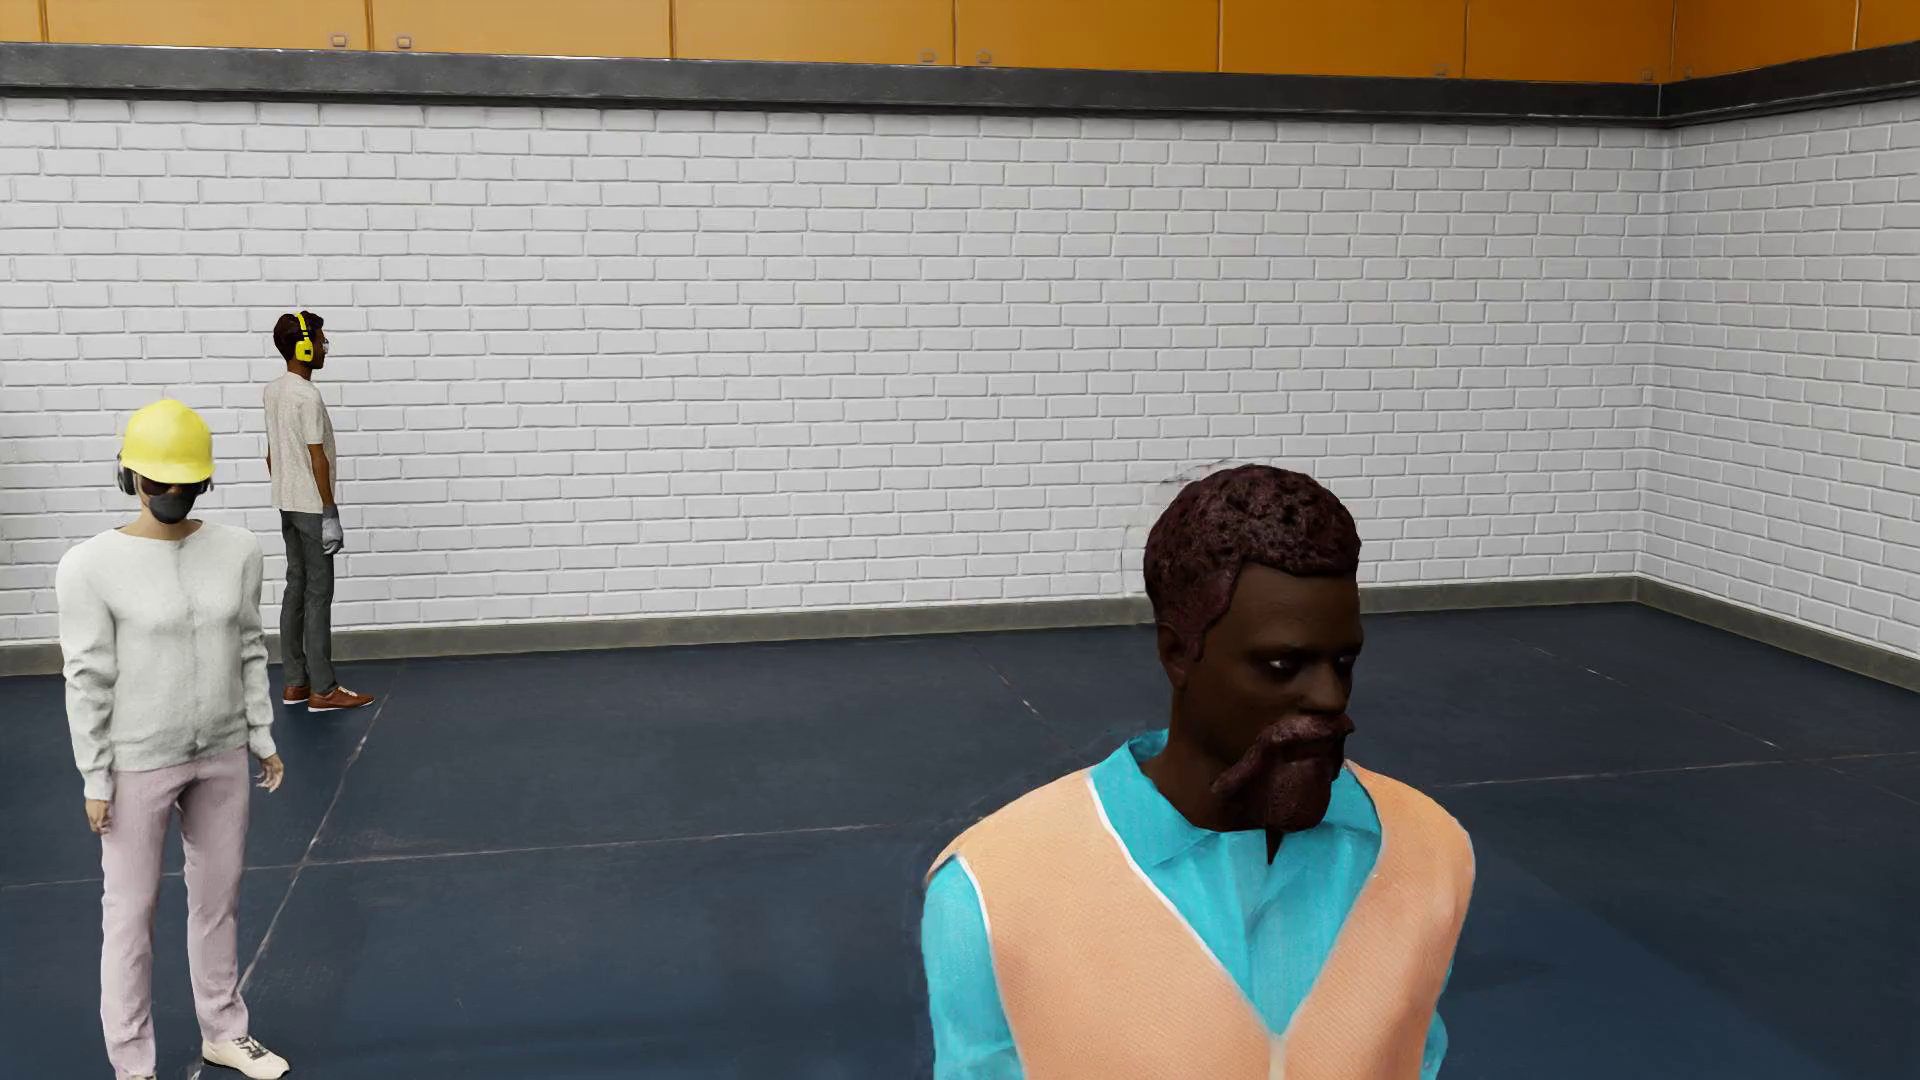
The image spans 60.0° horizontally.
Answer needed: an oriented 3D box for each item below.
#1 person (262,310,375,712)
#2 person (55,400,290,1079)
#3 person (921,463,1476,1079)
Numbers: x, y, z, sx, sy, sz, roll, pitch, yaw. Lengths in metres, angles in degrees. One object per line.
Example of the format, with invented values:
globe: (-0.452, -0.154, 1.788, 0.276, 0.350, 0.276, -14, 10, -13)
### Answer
person: (-3.045, -0.130, 7.805, 0.509, 1.867, 0.329, 8, 12, 41)
person: (-1.899, 0.535, 4.074, 0.337, 1.760, 0.526, 6, 11, 33)
person: (0.225, 0.850, 1.725, 0.597, 1.897, 0.810, -3, 10, -18)
